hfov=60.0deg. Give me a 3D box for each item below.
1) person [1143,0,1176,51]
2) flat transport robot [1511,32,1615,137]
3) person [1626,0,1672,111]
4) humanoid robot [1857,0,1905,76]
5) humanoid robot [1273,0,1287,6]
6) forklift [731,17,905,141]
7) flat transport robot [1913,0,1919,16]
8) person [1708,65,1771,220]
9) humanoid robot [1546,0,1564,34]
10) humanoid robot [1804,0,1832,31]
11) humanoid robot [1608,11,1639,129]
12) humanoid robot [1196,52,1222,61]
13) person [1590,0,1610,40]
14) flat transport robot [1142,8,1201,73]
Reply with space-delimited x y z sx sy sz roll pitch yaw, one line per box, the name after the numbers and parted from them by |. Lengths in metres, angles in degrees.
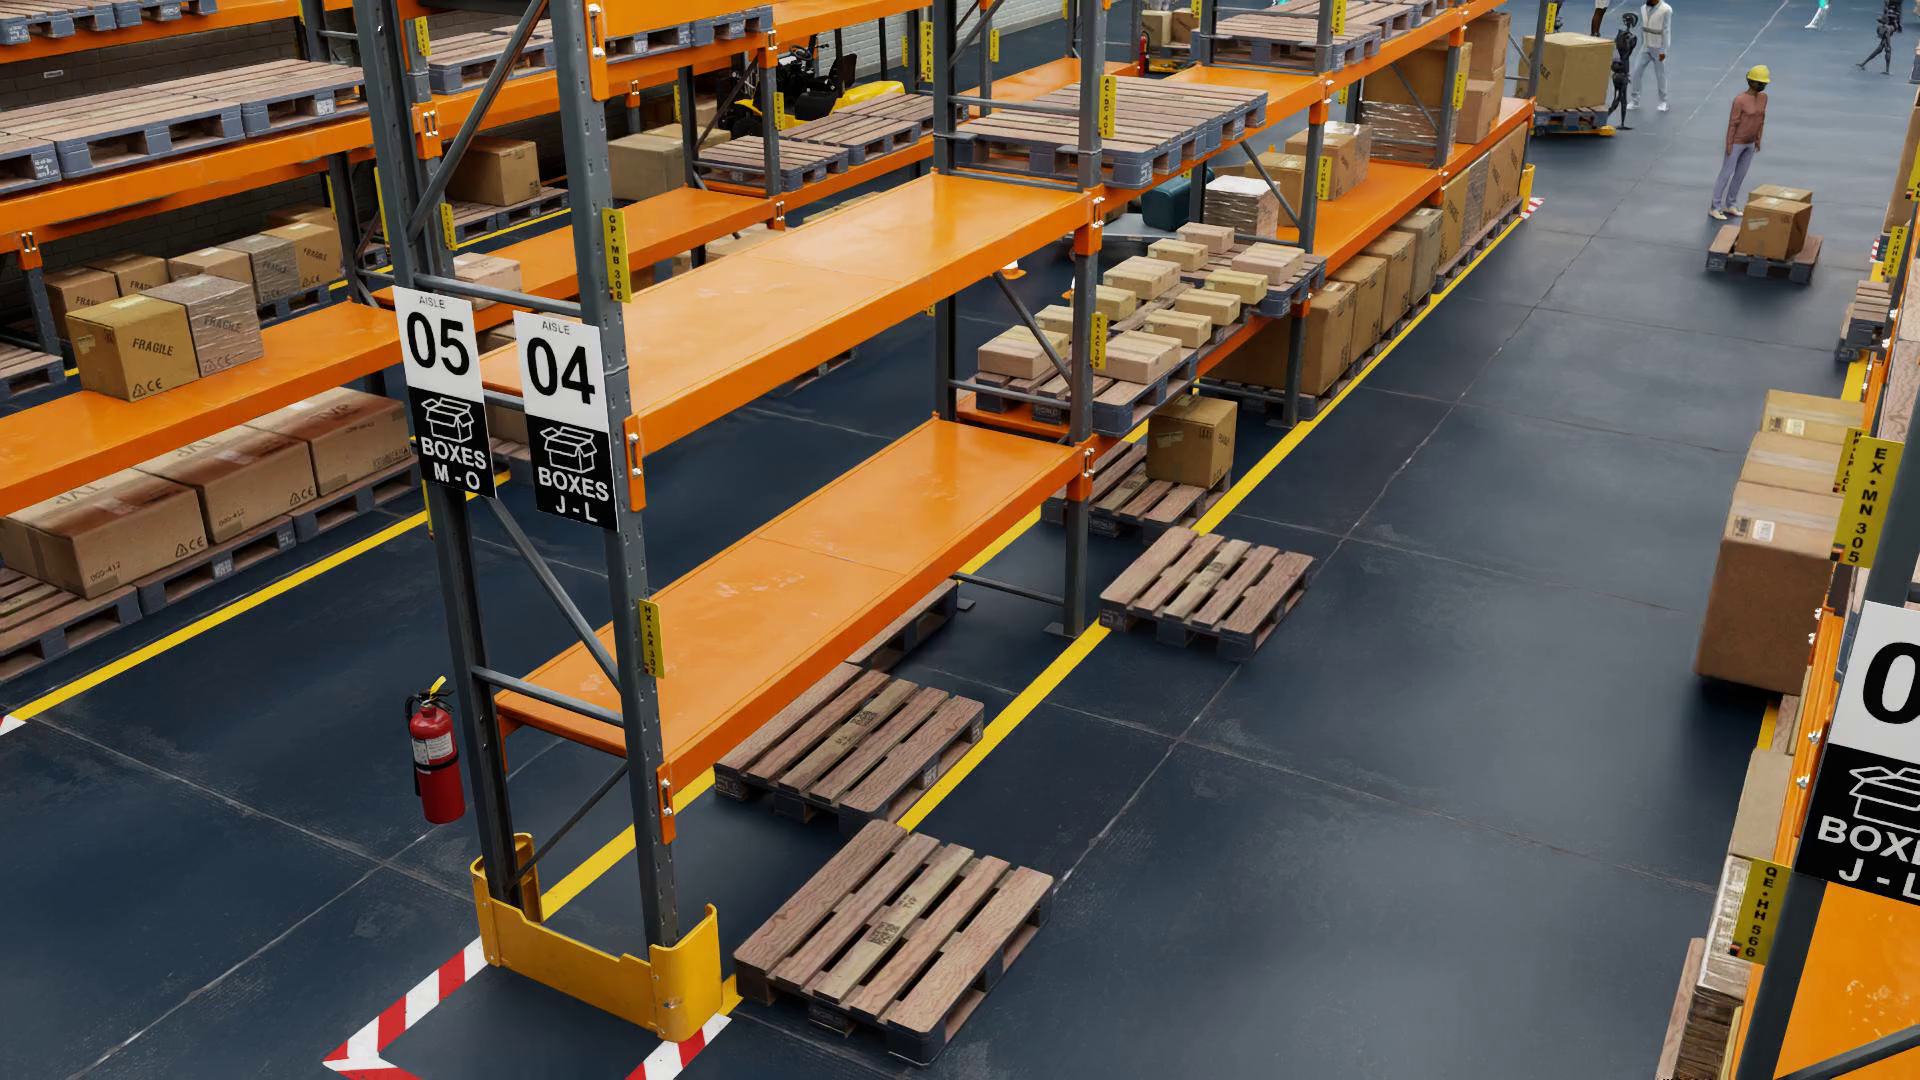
3.524 -9.498 29.193 0.667 1.907 0.602 -16 30 -29 | person
8.474 -5.896 23.593 1.431 0.231 0.659 0 26 0 | flat transport robot
10.390 -7.355 24.807 0.713 1.856 0.596 -11 28 -22 | person
15.413 -8.587 27.639 0.607 1.643 0.770 -18 31 -33 | humanoid robot
5.924 -9.821 30.105 0.534 1.838 0.736 15 29 28 | humanoid robot
-1.819 -5.975 21.543 2.313 2.155 1.214 14 29 26 | forklift
19.177 -10.036 32.196 0.659 0.231 1.431 8 27 16 | flat transport robot
9.010 -4.564 19.114 0.519 1.758 0.340 -13 28 -25 | person
9.707 -8.321 27.072 0.723 1.649 0.603 13 29 25 | humanoid robot
16.481 -10.565 31.734 0.704 1.900 0.549 1 26 2 | humanoid robot
9.355 -6.595 23.444 0.613 1.639 0.609 6 26 12 | humanoid robot
3.568 -6.342 22.926 0.595 1.630 0.636 19 32 34 | humanoid robot
11.743 -10.009 30.195 0.382 1.958 0.606 17 30 31 | person
3.608 -8.159 28.295 0.659 0.231 1.431 8 27 17 | flat transport robot
